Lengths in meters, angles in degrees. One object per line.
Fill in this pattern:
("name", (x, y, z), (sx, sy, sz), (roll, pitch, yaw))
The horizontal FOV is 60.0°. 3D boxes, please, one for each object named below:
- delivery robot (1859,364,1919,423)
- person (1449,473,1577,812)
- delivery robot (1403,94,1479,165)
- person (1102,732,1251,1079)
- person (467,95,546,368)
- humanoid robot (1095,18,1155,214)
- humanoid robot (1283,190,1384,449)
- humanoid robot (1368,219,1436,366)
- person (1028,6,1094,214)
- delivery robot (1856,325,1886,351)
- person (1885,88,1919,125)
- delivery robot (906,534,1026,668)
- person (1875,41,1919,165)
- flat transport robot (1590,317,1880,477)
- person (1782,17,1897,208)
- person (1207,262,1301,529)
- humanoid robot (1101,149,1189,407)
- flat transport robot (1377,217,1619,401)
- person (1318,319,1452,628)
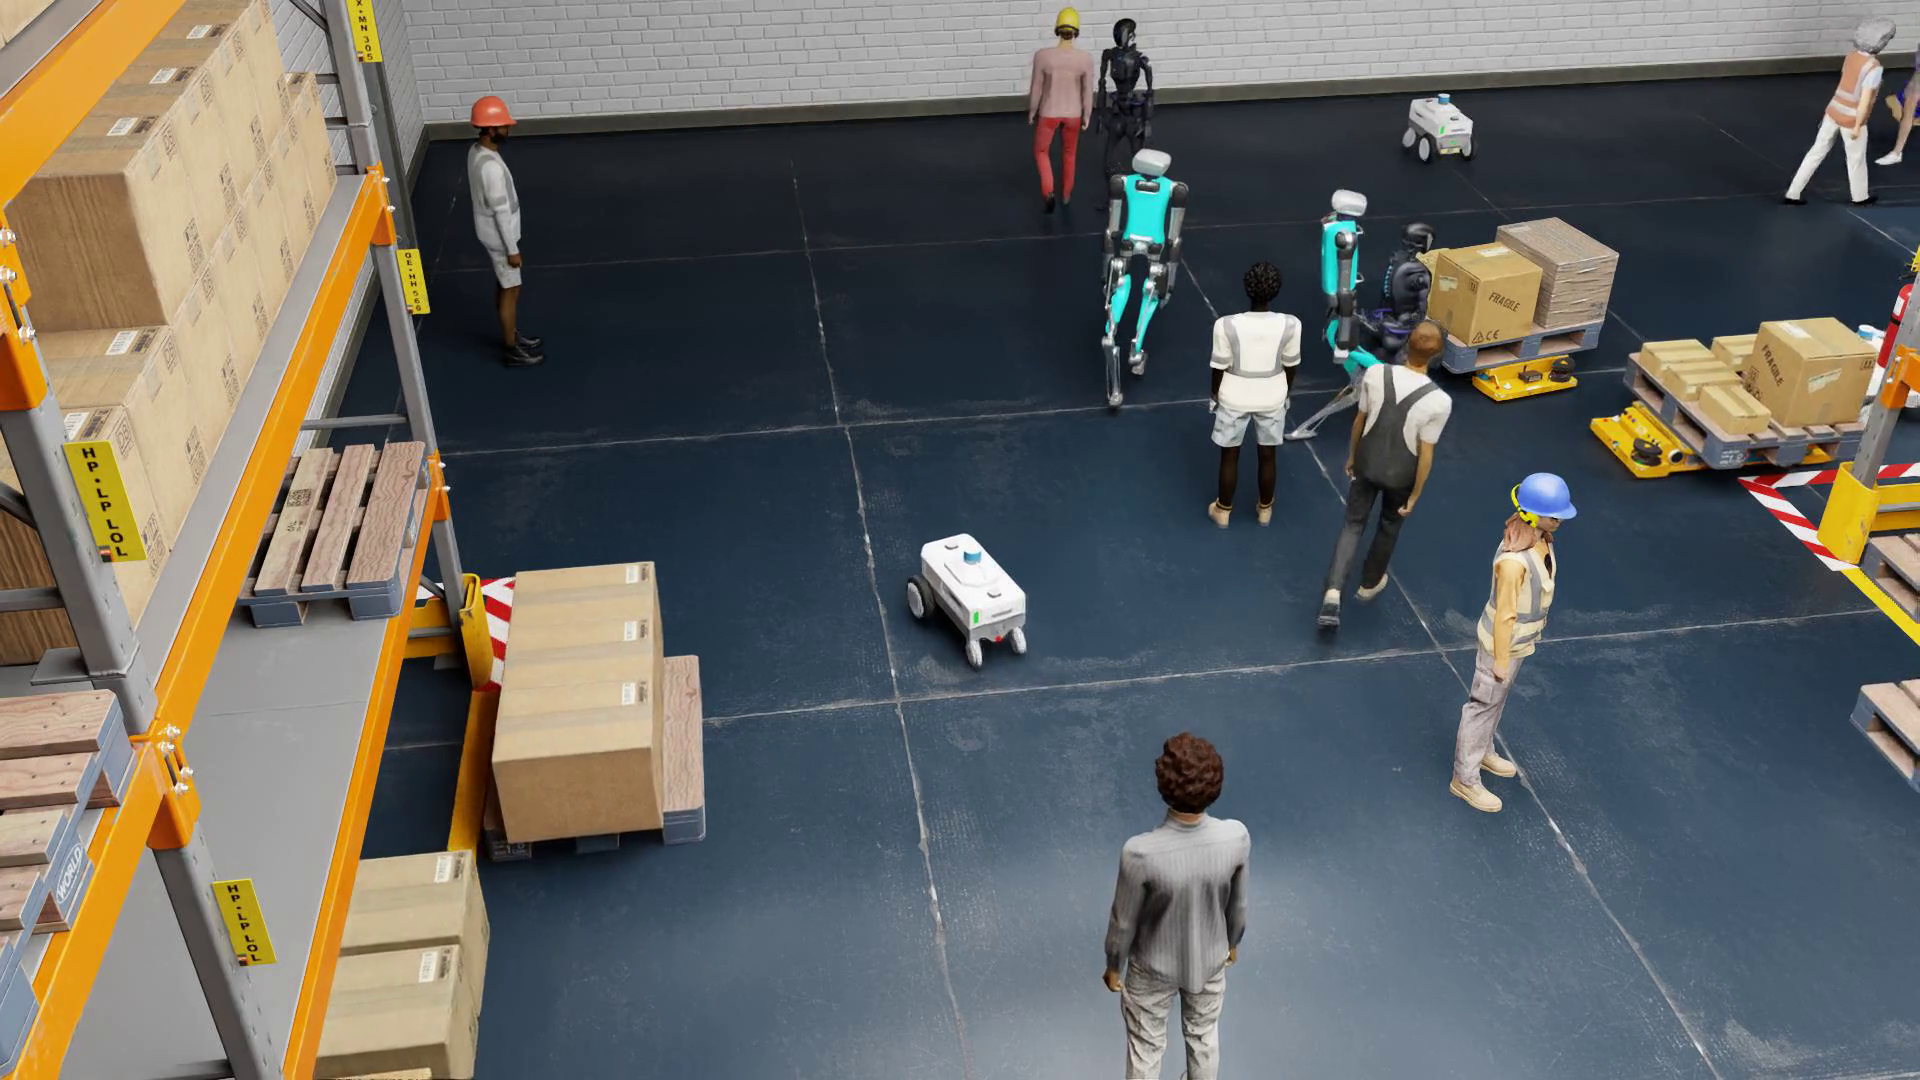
("delivery robot", (6.261, -1.058, 11.199), (0.776, 0.580, 0.499), (-1, 33, -2))
("person", (2.574, 0.462, 7.763), (0.305, 1.778, 0.462), (18, 37, 26))
("delivery robot", (4.469, -3.846, 15.471), (0.503, 0.580, 0.752), (-6, 34, -10))
("person", (0.792, 1.515, 6.051), (0.545, 1.890, 0.394), (-7, 34, -10))
("person", (-3.178, -2.142, 11.621), (0.389, 1.930, 0.546), (-13, 35, -19))
("humanoid robot", (1.405, -3.561, 14.020), (0.609, 1.647, 0.407), (26, 41, 33))
("humanoid robot", (2.590, -1.358, 10.612), (0.891, 1.783, 0.582), (1, 33, 1))
("humanoid robot", (2.755, -1.241, 10.467), (0.314, 1.655, 0.612), (-7, 34, -11))
("person", (0.848, -3.593, 14.003), (0.550, 1.747, 0.644), (-2, 33, -3))
("delivery robot", (6.115, -1.171, 11.397), (0.806, 0.608, 0.499), (-18, 37, -26))
("person", (9.334, -4.860, 15.752), (0.529, 1.963, 0.534), (8, 34, 13))
("delivery robot", (0.058, 0.290, 9.163), (0.499, 0.613, 0.816), (-15, 36, -22))
("person", (8.847, -4.197, 14.997), (0.685, 1.664, 0.486), (-11, 35, -16))
("flat transport robot", (4.972, -0.696, 10.919), (1.431, 0.231, 0.659), (-5, 33, -7))
("person", (7.585, -3.611, 14.126), (0.843, 1.638, 0.453), (-9, 34, -13))
("person", (1.715, -0.833, 9.820), (0.534, 1.696, 0.322), (-1, 33, -1))
("humanoid robot", (1.169, -1.668, 11.090), (0.548, 1.737, 1.042), (8, 34, 12))
("flat transport robot", (3.760, -1.436, 12.053), (0.659, 0.231, 1.431), (-11, 35, -17))
("person", (2.281, -0.326, 8.940), (0.544, 1.810, 0.768), (18, 37, 26))
